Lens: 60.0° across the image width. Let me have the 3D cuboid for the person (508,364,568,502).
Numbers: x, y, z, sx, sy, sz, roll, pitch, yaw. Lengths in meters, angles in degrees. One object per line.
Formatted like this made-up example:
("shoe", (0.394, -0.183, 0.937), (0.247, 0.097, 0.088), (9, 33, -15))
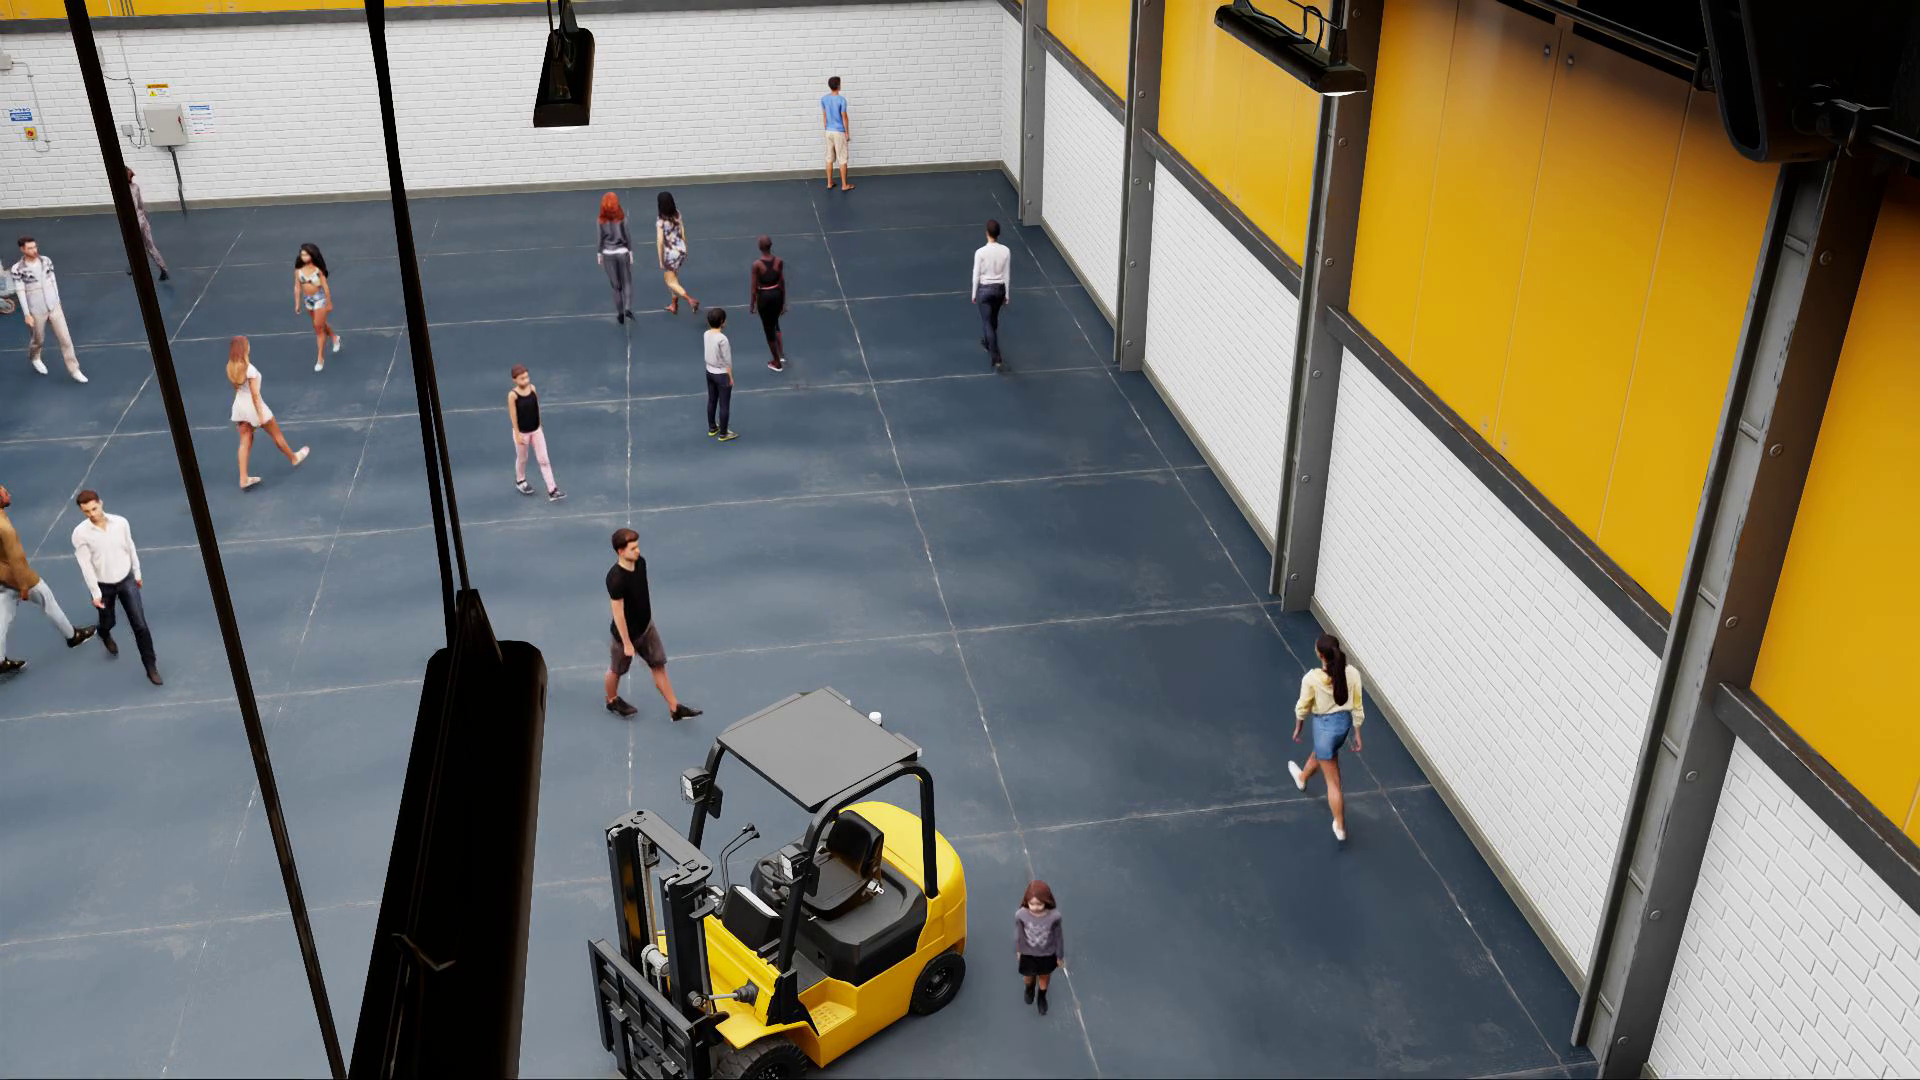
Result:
("person", (-4.643, -1.152, 17.697), (1.068, 1.523, 0.922), (25, 37, 37))

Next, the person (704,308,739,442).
("person", (-2.777, -1.902, 19.051), (0.612, 1.544, 0.694), (25, 37, 38))

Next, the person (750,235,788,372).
("person", (-2.335, -2.916, 20.697), (0.684, 1.747, 0.725), (-17, 33, -29))

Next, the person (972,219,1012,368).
("person", (0.411, -3.062, 20.871), (0.720, 1.837, 1.227), (-8, 30, -14))

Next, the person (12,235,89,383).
("person", (-11.359, -2.859, 20.500), (1.249, 1.837, 1.183), (19, 34, 31))

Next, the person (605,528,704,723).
("person", (-2.822, 0.736, 13.935), (1.159, 1.812, 1.219), (12, 31, 20))

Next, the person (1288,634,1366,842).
("person", (2.871, 1.548, 12.711), (0.707, 1.558, 1.175), (-5, 29, -9))

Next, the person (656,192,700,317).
("person", (-3.802, -3.790, 22.333), (1.098, 1.714, 1.020), (21, 35, 33))

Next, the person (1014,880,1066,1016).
("person", (0.527, 2.681, 11.120), (0.516, 1.093, 0.544), (0, 29, -1))

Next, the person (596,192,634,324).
("person", (-4.582, -3.725, 22.161), (0.613, 1.765, 0.535), (-6, 29, -11))

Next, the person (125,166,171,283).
("person", (-11.617, -4.434, 23.557), (1.137, 1.673, 1.127), (16, 33, 27))

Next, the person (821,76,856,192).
("person", (-2.060, -6.762, 27.627), (0.743, 1.863, 0.771), (13, 31, 23))

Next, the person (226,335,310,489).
("person", (-7.713, -1.348, 17.927), (1.033, 1.648, 1.156), (15, 32, 26))

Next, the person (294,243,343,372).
("person", (-8.089, -2.987, 20.996), (0.827, 1.586, 1.108), (6, 29, 11))

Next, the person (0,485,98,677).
("person", (-8.405, 0.378, 14.633), (1.154, 1.772, 1.232), (18, 33, 30))

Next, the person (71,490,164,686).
("person", (-7.473, 0.374, 14.580), (1.278, 1.831, 1.107), (25, 37, 38))
